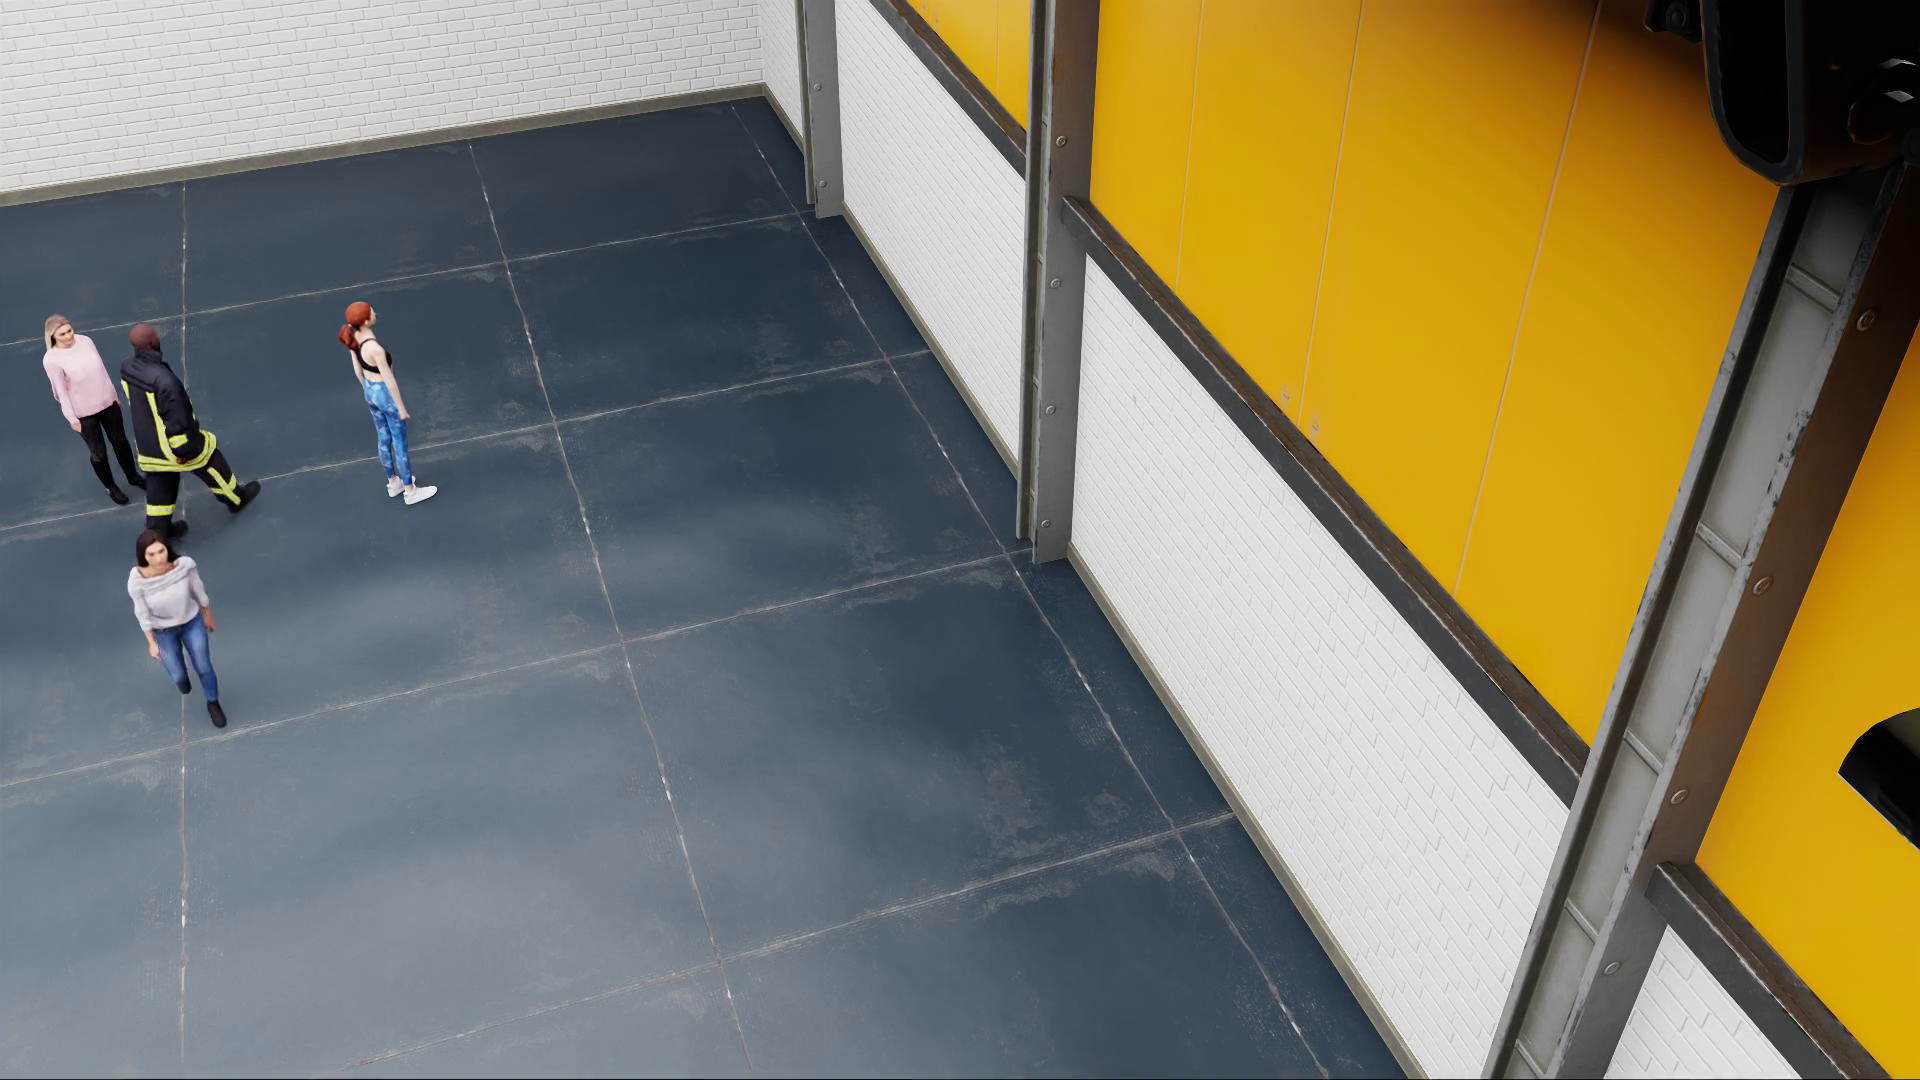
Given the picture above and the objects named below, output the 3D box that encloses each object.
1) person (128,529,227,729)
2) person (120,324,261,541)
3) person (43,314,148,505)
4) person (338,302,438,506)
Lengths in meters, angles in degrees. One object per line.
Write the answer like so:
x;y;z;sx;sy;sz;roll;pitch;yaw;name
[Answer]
-5.222;0.556;11.051;0.722;1.617;0.837;-24;45;-27;person
-6.059;-0.766;12.576;1.202;1.779;1.240;19;42;22;person
-6.796;-1.046;13.003;0.742;1.684;0.693;19;42;22;person
-4.484;-1.071;12.953;0.675;1.785;0.746;24;45;27;person
